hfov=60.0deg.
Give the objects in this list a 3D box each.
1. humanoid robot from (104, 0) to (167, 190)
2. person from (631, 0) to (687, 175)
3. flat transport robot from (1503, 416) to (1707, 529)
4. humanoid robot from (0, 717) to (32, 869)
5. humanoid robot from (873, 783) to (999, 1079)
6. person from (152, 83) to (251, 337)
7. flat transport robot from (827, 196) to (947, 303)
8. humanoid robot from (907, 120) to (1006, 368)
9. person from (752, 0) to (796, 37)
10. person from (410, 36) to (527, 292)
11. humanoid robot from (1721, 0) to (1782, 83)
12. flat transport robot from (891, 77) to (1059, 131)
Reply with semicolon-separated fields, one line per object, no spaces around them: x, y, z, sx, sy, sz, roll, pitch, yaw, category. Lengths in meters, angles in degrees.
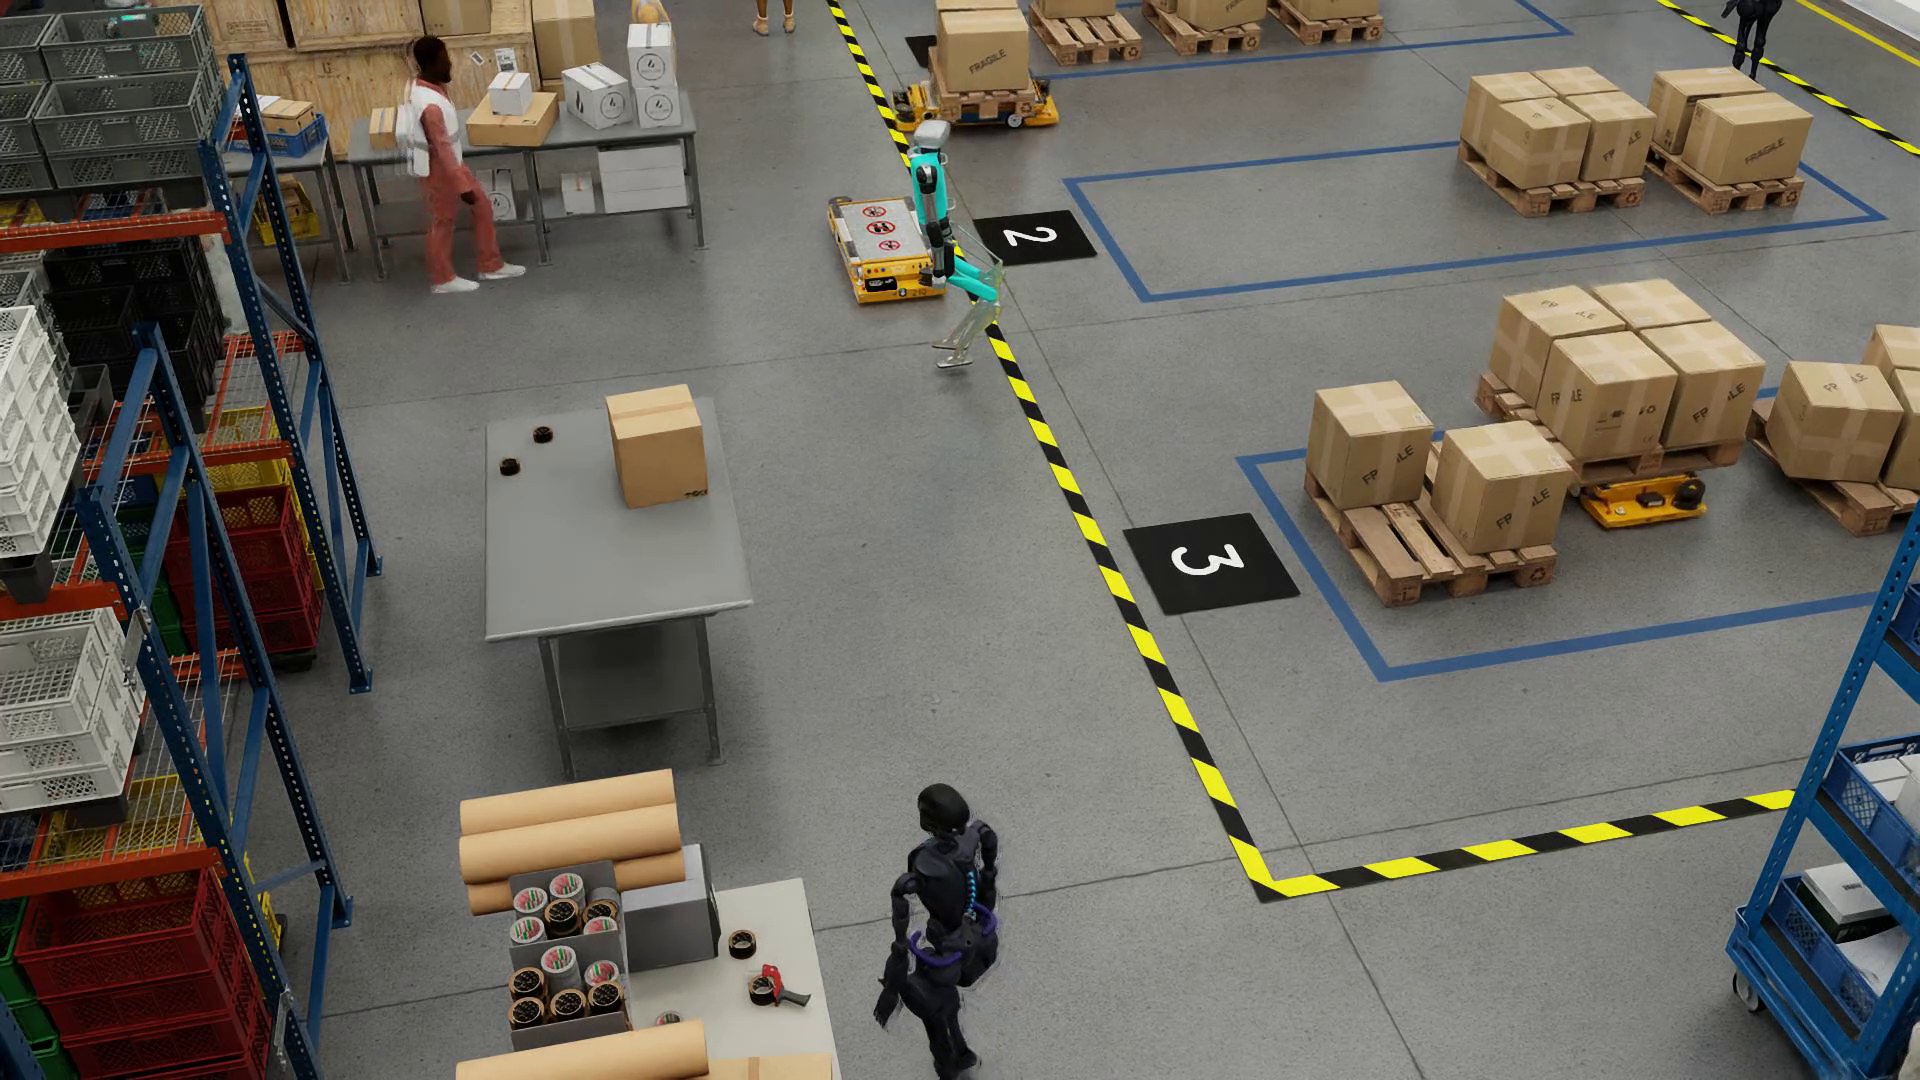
-6.476;-3.420;12.945;0.832;1.792;0.537;9;38;12;humanoid robot
-2.360;-3.690;13.116;0.355;1.938;0.541;-9;38;-12;person
3.951;-0.587;10.319;0.652;0.197;1.431;-8;37;-10;flat transport robot
-4.277;0.839;7.237;0.365;1.651;0.601;-6;37;-8;humanoid robot
-0.071;1.565;6.276;0.463;1.645;0.609;29;45;33;humanoid robot
-5.085;-2.183;11.169;0.373;1.840;0.568;-20;41;-25;person
-0.570;-2.220;12.538;0.659;0.231;1.431;-8;37;-10;flat transport robot
0.035;-1.904;10.774;0.735;1.673;0.533;-2;37;-2;humanoid robot
-1.856;-5.883;15.973;0.607;2.048;0.365;-10;38;-14;person
-3.496;-2.615;11.707;0.799;1.887;0.610;-8;37;-11;person
7.166;-4.881;14.923;0.599;1.655;0.315;-15;39;-19;humanoid robot
0.125;-3.872;14.735;1.431;0.197;0.652;-4;37;-6;flat transport robot
